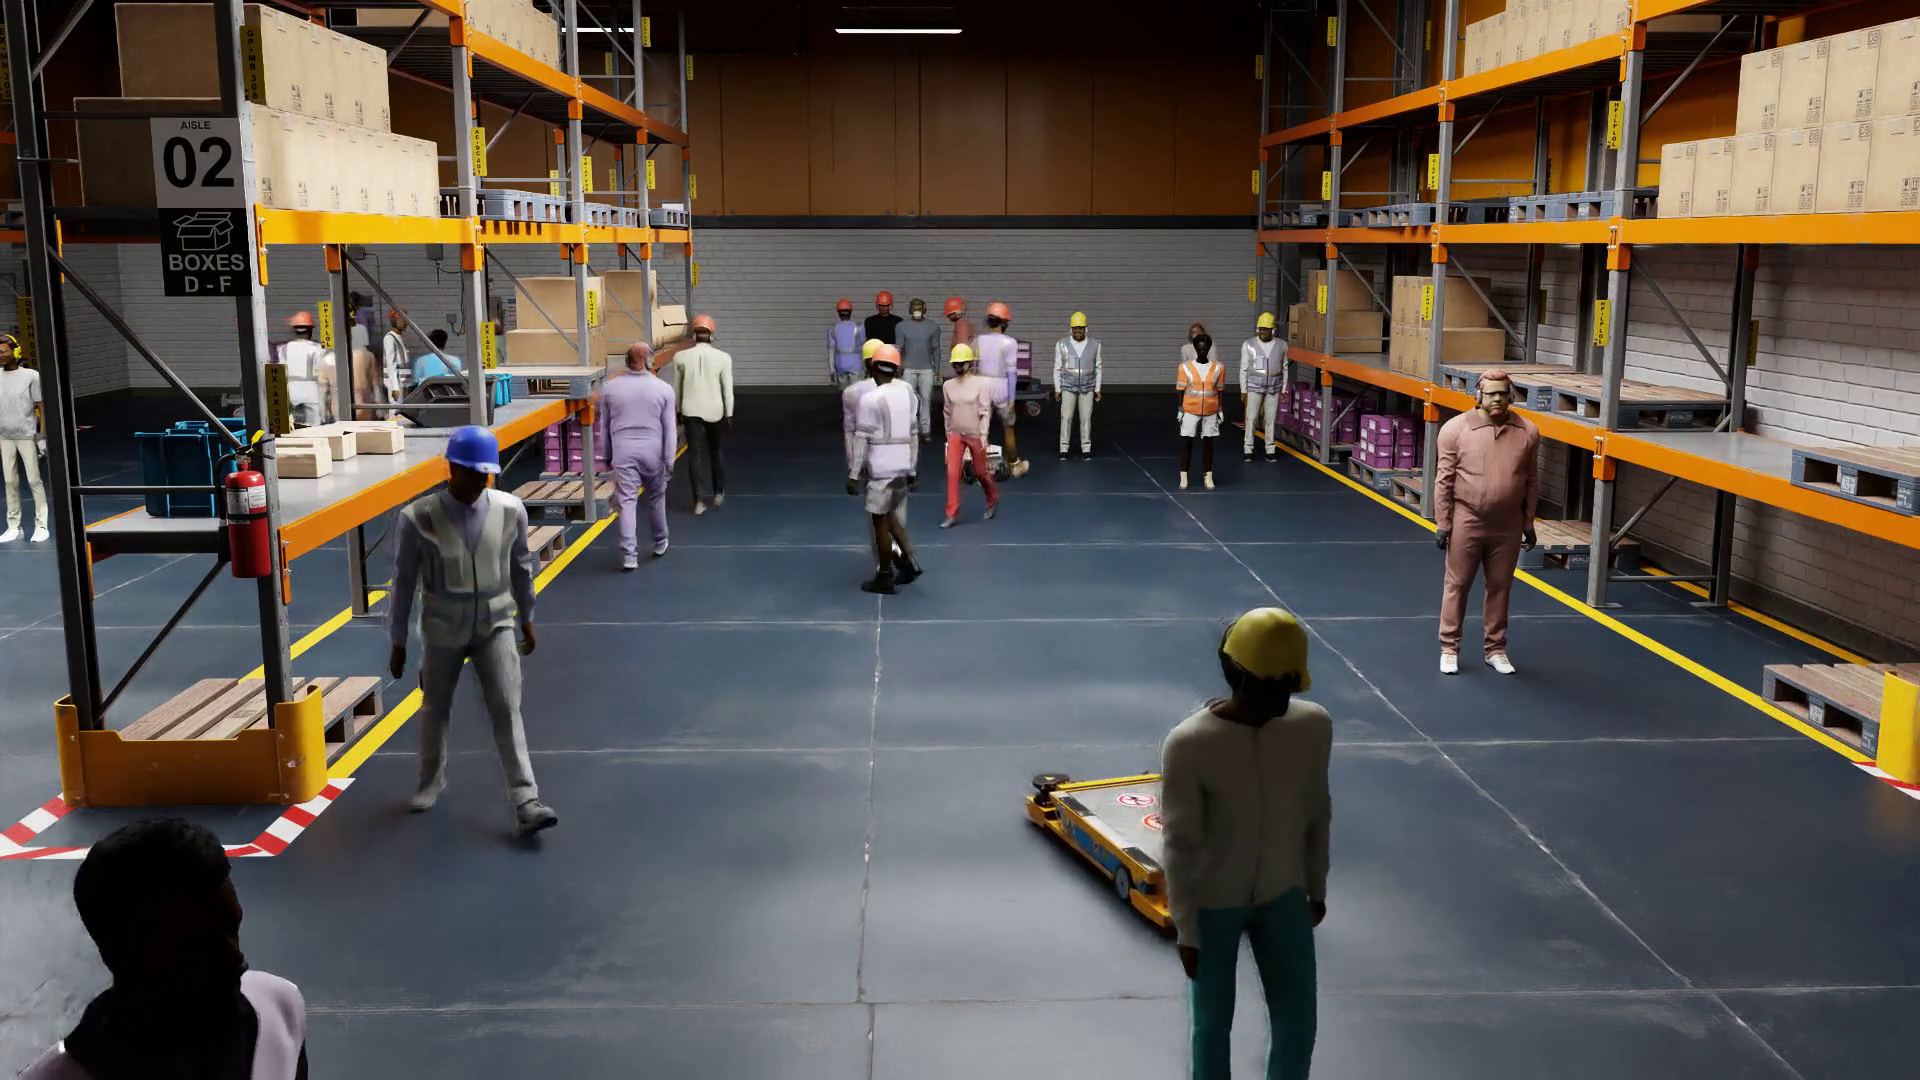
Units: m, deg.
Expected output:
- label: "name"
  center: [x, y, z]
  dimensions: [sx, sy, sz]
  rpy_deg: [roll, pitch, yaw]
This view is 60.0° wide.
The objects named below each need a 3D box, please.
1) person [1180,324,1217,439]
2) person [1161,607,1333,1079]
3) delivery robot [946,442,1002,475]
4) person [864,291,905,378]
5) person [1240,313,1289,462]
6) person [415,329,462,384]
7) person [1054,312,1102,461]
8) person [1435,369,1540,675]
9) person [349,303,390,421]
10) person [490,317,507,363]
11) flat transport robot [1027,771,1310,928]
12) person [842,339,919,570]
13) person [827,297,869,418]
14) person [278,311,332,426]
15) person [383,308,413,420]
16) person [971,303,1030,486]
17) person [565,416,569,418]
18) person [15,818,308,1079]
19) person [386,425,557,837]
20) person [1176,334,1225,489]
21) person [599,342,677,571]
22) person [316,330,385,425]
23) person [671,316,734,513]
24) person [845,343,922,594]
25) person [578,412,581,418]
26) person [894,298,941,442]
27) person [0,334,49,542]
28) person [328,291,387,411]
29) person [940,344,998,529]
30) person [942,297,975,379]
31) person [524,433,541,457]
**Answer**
- label: "person"
  center: [3.217, -2.121, 22.415]
  dimensions: [0.511, 1.593, 0.841]
  rpy_deg: [3, 11, 16]
- label: "person"
  center: [0.803, 1.011, 4.566]
  dimensions: [0.541, 1.718, 0.618]
  rpy_deg: [-2, 10, -13]
- label: "delivery robot"
  center: [0.151, -0.976, 18.663]
  dimensions: [0.477, 0.478, 0.707]
  rpy_deg: [-7, 12, -35]
- label: "person"
  center: [-1.064, -2.520, 23.521]
  dimensions: [0.616, 1.990, 0.393]
  rpy_deg: [-2, 10, -10]
- label: "person"
  center: [3.701, -1.847, 20.229]
  dimensions: [0.594, 1.826, 0.403]
  rpy_deg: [0, 10, 0]
- label: "person"
  center: [-5.963, -1.584, 19.170]
  dimensions: [0.532, 1.677, 0.453]
  rpy_deg: [1, 10, 6]
- label: "person"
  center: [1.445, -1.872, 20.352]
  dimensions: [0.594, 1.832, 0.403]
  rpy_deg: [0, 10, 0]
- label: "person"
  center: [3.267, -0.104, 10.302]
  dimensions: [0.644, 1.907, 0.400]
  rpy_deg: [0, 10, 0]
- label: "person"
  center: [-8.333, -2.408, 23.361]
  dimensions: [0.544, 1.836, 0.640]
  rpy_deg: [6, 12, 30]
- label: "person"
  center: [-6.630, -2.367, 23.723]
  dimensions: [0.511, 1.611, 0.682]
  rpy_deg: [7, 13, 36]
- label: "flat transport robot"
  center: [0.853, 1.277, 7.161]
  dimensions: [0.652, 0.197, 1.431]
  rpy_deg: [-4, 11, -19]
- label: "person"
  center: [-0.640, -0.663, 13.410]
  dimensions: [0.615, 1.902, 0.439]
  rpy_deg: [0, 10, 1]
- label: "person"
  center: [-1.576, -2.419, 23.194]
  dimensions: [0.561, 1.909, 0.746]
  rpy_deg: [1, 10, 6]
- label: "person"
  center: [-7.208, -1.578, 18.494]
  dimensions: [0.569, 1.908, 0.710]
  rpy_deg: [3, 10, 14]
- label: "person"
  center: [-6.842, -1.885, 20.284]
  dimensions: [0.342, 1.881, 0.579]
  rpy_deg: [-1, 10, -6]
- label: "person"
  center: [0.430, -1.635, 18.565]
  dimensions: [0.639, 1.989, 1.022]
  rpy_deg: [6, 12, 30]
- label: "person"
  center: [-5.753, -2.496, 23.693]
  dimensions: [0.696, 1.878, 0.959]
  rpy_deg: [-3, 11, -15]
- label: "person"
  center: [-1.096, 1.313, 2.511]
  dimensions: [0.987, 1.862, 0.614]
  rpy_deg: [2, 10, 14]
- label: "person"
  center: [-2.251, 0.406, 7.563]
  dimensions: [0.687, 1.867, 1.054]
  rpy_deg: [-6, 12, -30]
- label: "person"
  center: [2.608, -1.387, 18.029]
  dimensions: [0.537, 1.695, 0.320]
  rpy_deg: [0, 10, 0]
- label: "person"
  center: [-2.660, -0.709, 13.820]
  dimensions: [0.640, 1.855, 0.999]
  rpy_deg: [-1, 10, -5]
- label: "person"
  center: [-6.223, -1.308, 17.005]
  dimensions: [0.633, 1.901, 0.532]
  rpy_deg: [-6, 12, -29]
- label: "person"
  center: [-2.598, -1.284, 16.796]
  dimensions: [0.612, 1.928, 1.038]
  rpy_deg: [-2, 10, -9]
- label: "person"
  center: [-0.573, -0.532, 12.675]
  dimensions: [0.421, 1.908, 0.576]
  rpy_deg: [7, 13, 36]
- label: "person"
  center: [-5.956, -2.800, 25.381]
  dimensions: [0.337, 1.882, 0.583]
  rpy_deg: [-4, 11, -22]
- label: "person"
  center: [-0.570, -2.282, 22.342]
  dimensions: [0.635, 1.937, 0.355]
  rpy_deg: [-1, 10, -7]
- label: "person"
  center: [-8.427, -0.906, 14.871]
  dimensions: [0.518, 1.870, 0.323]
  rpy_deg: [0, 10, 0]
- label: "person"
  center: [-9.599, -2.970, 26.300]
  dimensions: [0.988, 1.889, 0.659]
  rpy_deg: [-4, 11, -19]
- label: "person"
  center: [0.101, -1.008, 15.814]
  dimensions: [0.529, 1.734, 0.827]
  rpy_deg: [5, 11, 24]
- label: "person"
  center: [0.004, -2.240, 22.067]
  dimensions: [0.507, 1.948, 0.694]
  rpy_deg: [0, 10, -1]
- label: "person"
  center: [-5.385, -2.021, 20.986]
  dimensions: [0.575, 1.898, 0.867]
  rpy_deg: [-1, 10, -4]
